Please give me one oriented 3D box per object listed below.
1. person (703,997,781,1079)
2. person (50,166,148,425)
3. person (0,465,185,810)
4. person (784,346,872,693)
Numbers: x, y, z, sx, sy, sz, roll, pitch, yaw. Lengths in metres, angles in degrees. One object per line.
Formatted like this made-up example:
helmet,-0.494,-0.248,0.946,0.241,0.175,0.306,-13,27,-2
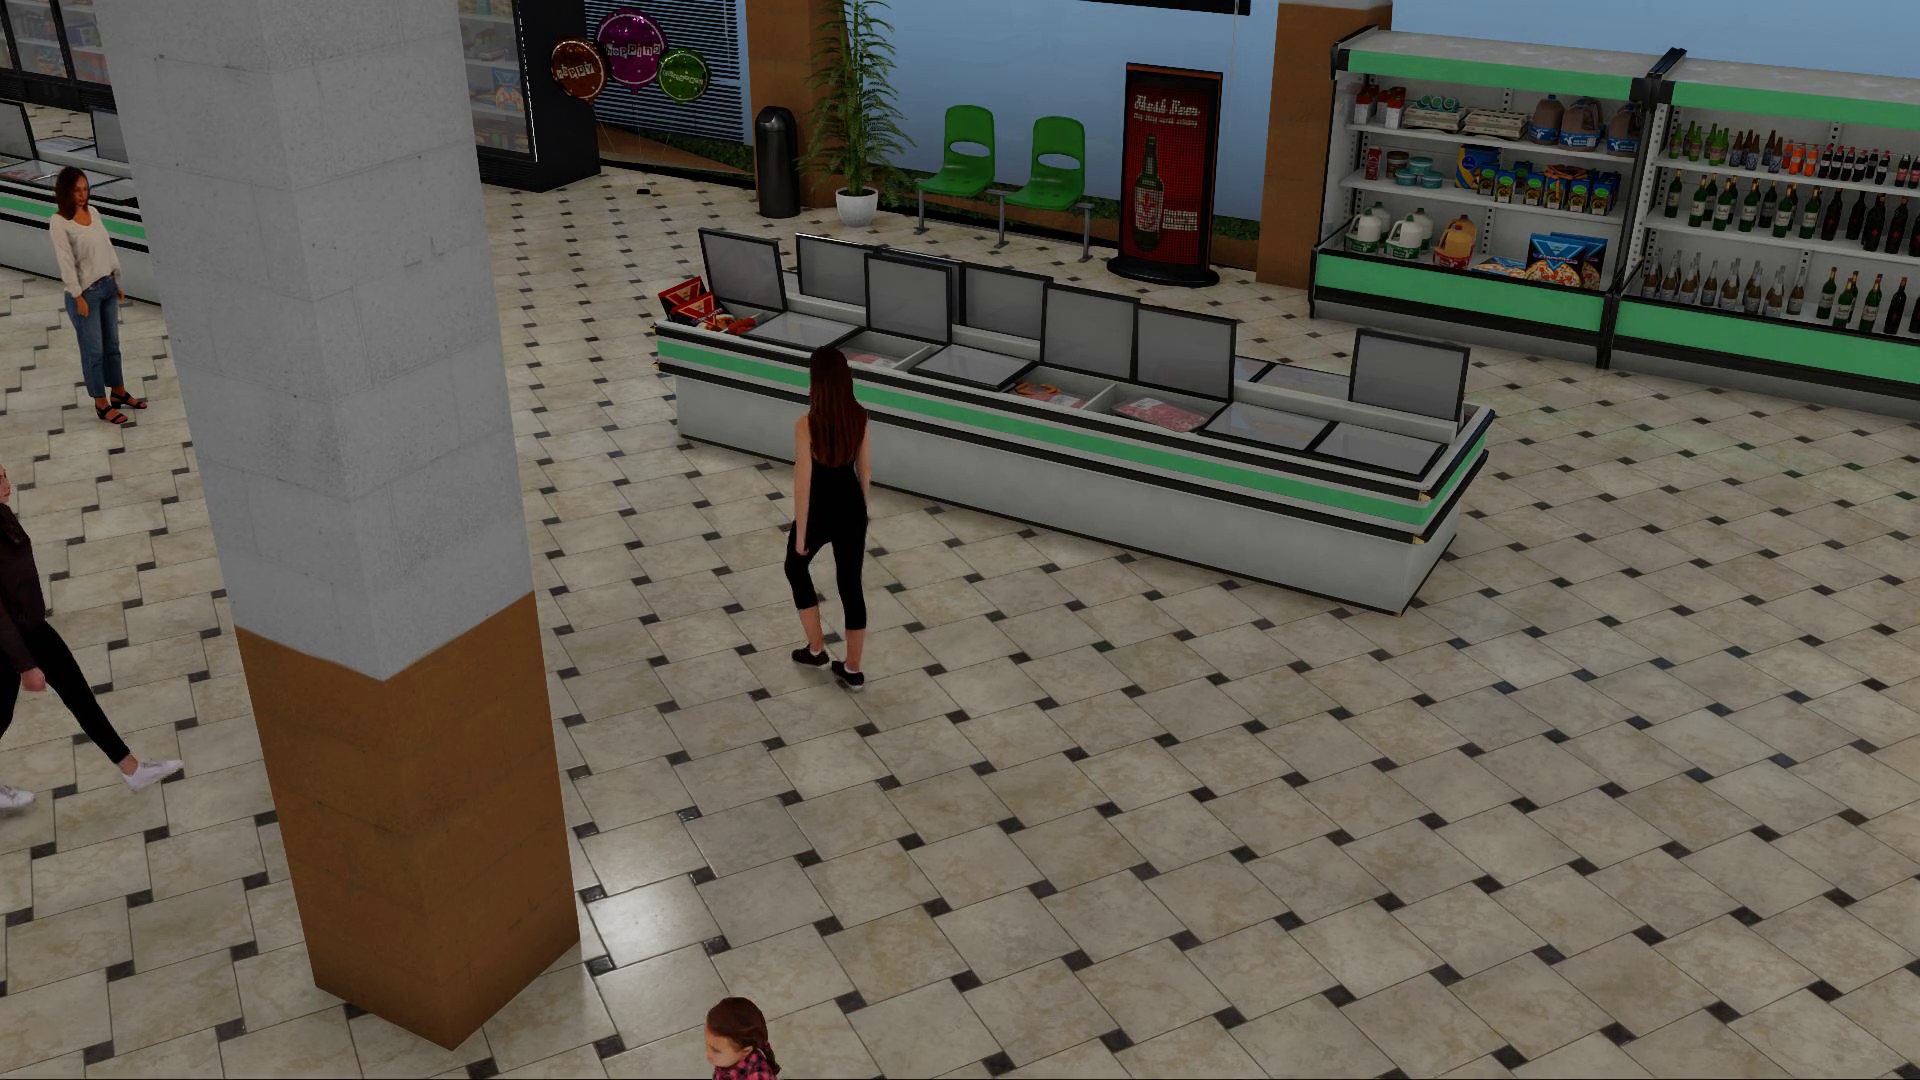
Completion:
person,-0.564,1.748,5.004,0.690,1.004,0.709,-16,31,-28
person,-5.692,-1.614,10.890,0.659,1.677,0.682,5,27,9
person,-3.990,0.442,6.864,1.191,1.651,1.037,-2,27,-5
person,-0.559,-0.052,7.770,0.748,1.714,0.806,-16,31,-29
